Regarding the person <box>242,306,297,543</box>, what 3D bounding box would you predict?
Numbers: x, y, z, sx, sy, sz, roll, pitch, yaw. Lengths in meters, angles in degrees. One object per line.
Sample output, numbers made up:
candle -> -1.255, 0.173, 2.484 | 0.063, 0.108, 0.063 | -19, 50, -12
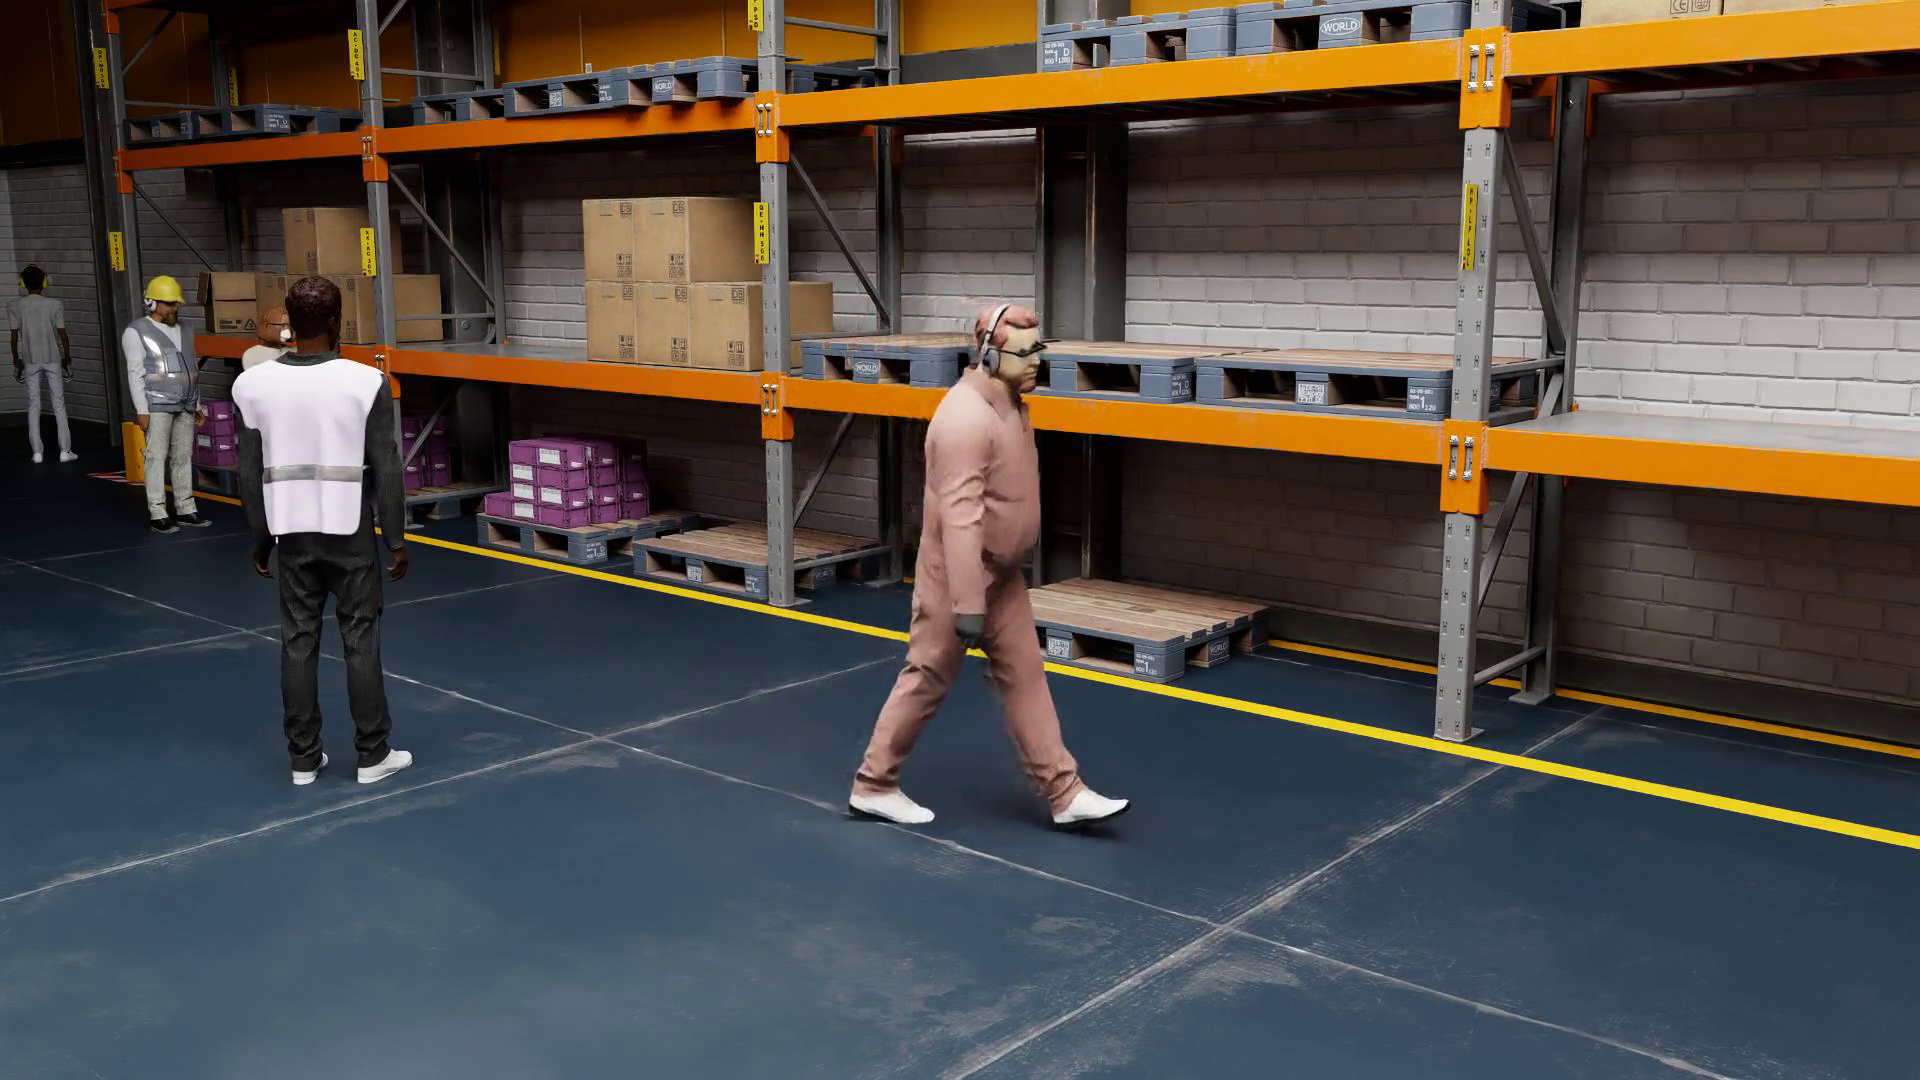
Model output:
person -> -4.694, -0.791, 11.471 | 0.292, 1.630, 0.499 | 6, 12, 30

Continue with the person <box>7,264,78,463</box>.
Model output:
person -> -8.674, -1.663, 15.723 | 0.513, 1.877, 0.328 | -4, 11, -20

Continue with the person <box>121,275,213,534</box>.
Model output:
person -> -5.661, -0.971, 11.914 | 0.404, 1.828, 0.587 | 4, 11, 20

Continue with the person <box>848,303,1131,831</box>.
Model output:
person -> 0.080, 0.119, 5.681 | 1.021, 1.836, 0.707 | 3, 11, 19

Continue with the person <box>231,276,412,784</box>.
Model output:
person -> -2.385, -0.023, 6.257 | 0.597, 1.918, 0.379 | 0, 10, -1
